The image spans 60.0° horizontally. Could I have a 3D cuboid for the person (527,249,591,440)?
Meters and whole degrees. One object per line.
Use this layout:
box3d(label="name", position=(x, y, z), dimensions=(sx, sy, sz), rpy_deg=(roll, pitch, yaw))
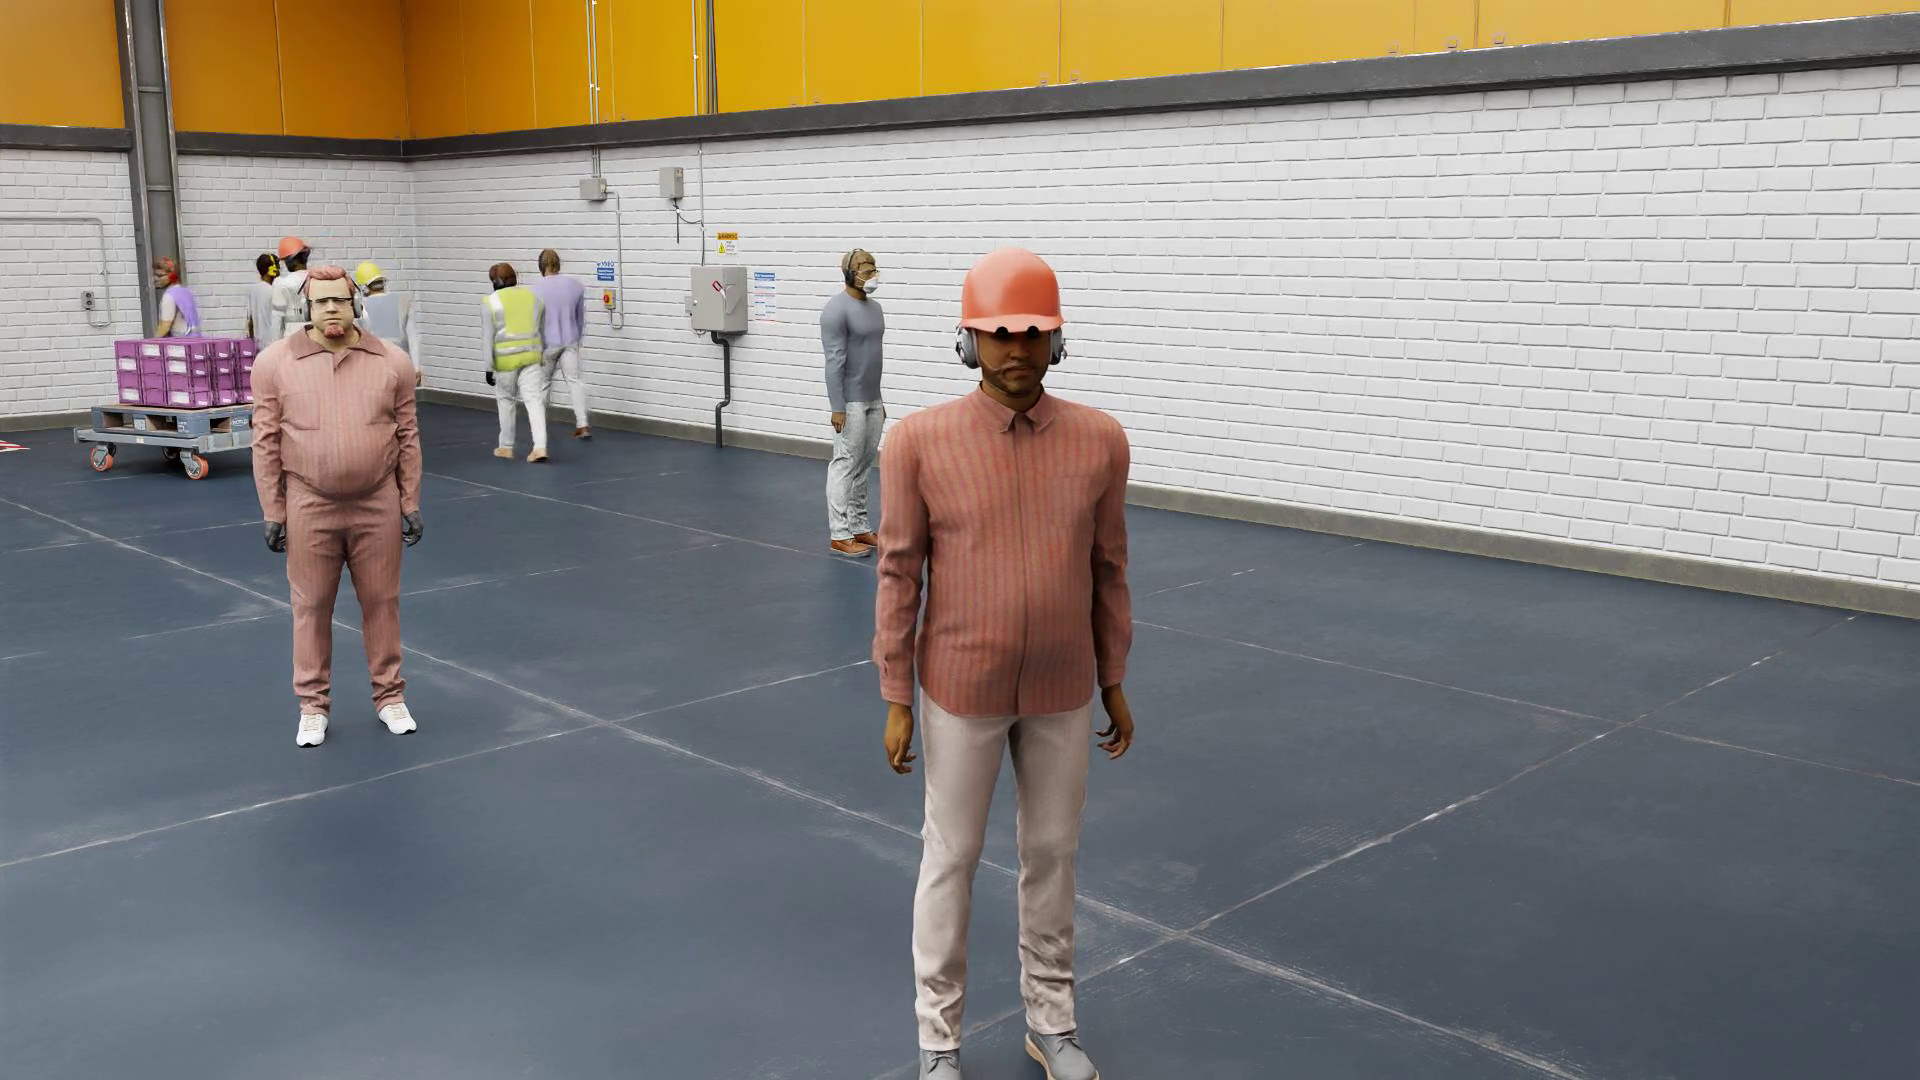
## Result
box3d(label="person", position=(-4.018, -1.942, 16.568), dimensions=(0.641, 1.899, 0.984), rpy_deg=(-7, 13, -34))

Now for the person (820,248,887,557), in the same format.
box3d(label="person", position=(-0.654, -0.871, 10.571), dimensions=(0.355, 1.938, 0.637), rpy_deg=(5, 11, 24))

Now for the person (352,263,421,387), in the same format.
box3d(label="person", position=(-5.083, -1.525, 14.578), dimensions=(0.612, 1.770, 0.956), rpy_deg=(-7, 13, -35))

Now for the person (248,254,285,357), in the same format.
box3d(label="person", position=(-6.731, -1.907, 16.505), dimensions=(0.526, 1.835, 0.776), rpy_deg=(9, 14, 41))

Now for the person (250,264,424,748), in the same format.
box3d(label="person", position=(-2.469, -0.137, 6.660), dimensions=(0.643, 1.909, 0.409), rpy_deg=(-5, 12, -27))

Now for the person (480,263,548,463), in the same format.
box3d(label="person", position=(-3.979, -1.578, 14.883), dimensions=(0.625, 1.787, 0.964), rpy_deg=(-7, 13, -35))

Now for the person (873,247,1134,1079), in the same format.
box3d(label="person", position=(0.113, 0.335, 3.842), dimensions=(0.625, 1.992, 0.386), rpy_deg=(-3, 11, -16))

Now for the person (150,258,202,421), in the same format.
box3d(label="person", position=(-7.388, -1.727, 15.603), dimensions=(0.557, 1.808, 0.579), rpy_deg=(-3, 11, -14))

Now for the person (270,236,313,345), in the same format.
box3d(label="person", position=(-6.224, -1.859, 15.770), dimensions=(0.431, 2.014, 0.604), rpy_deg=(6, 12, 31))
